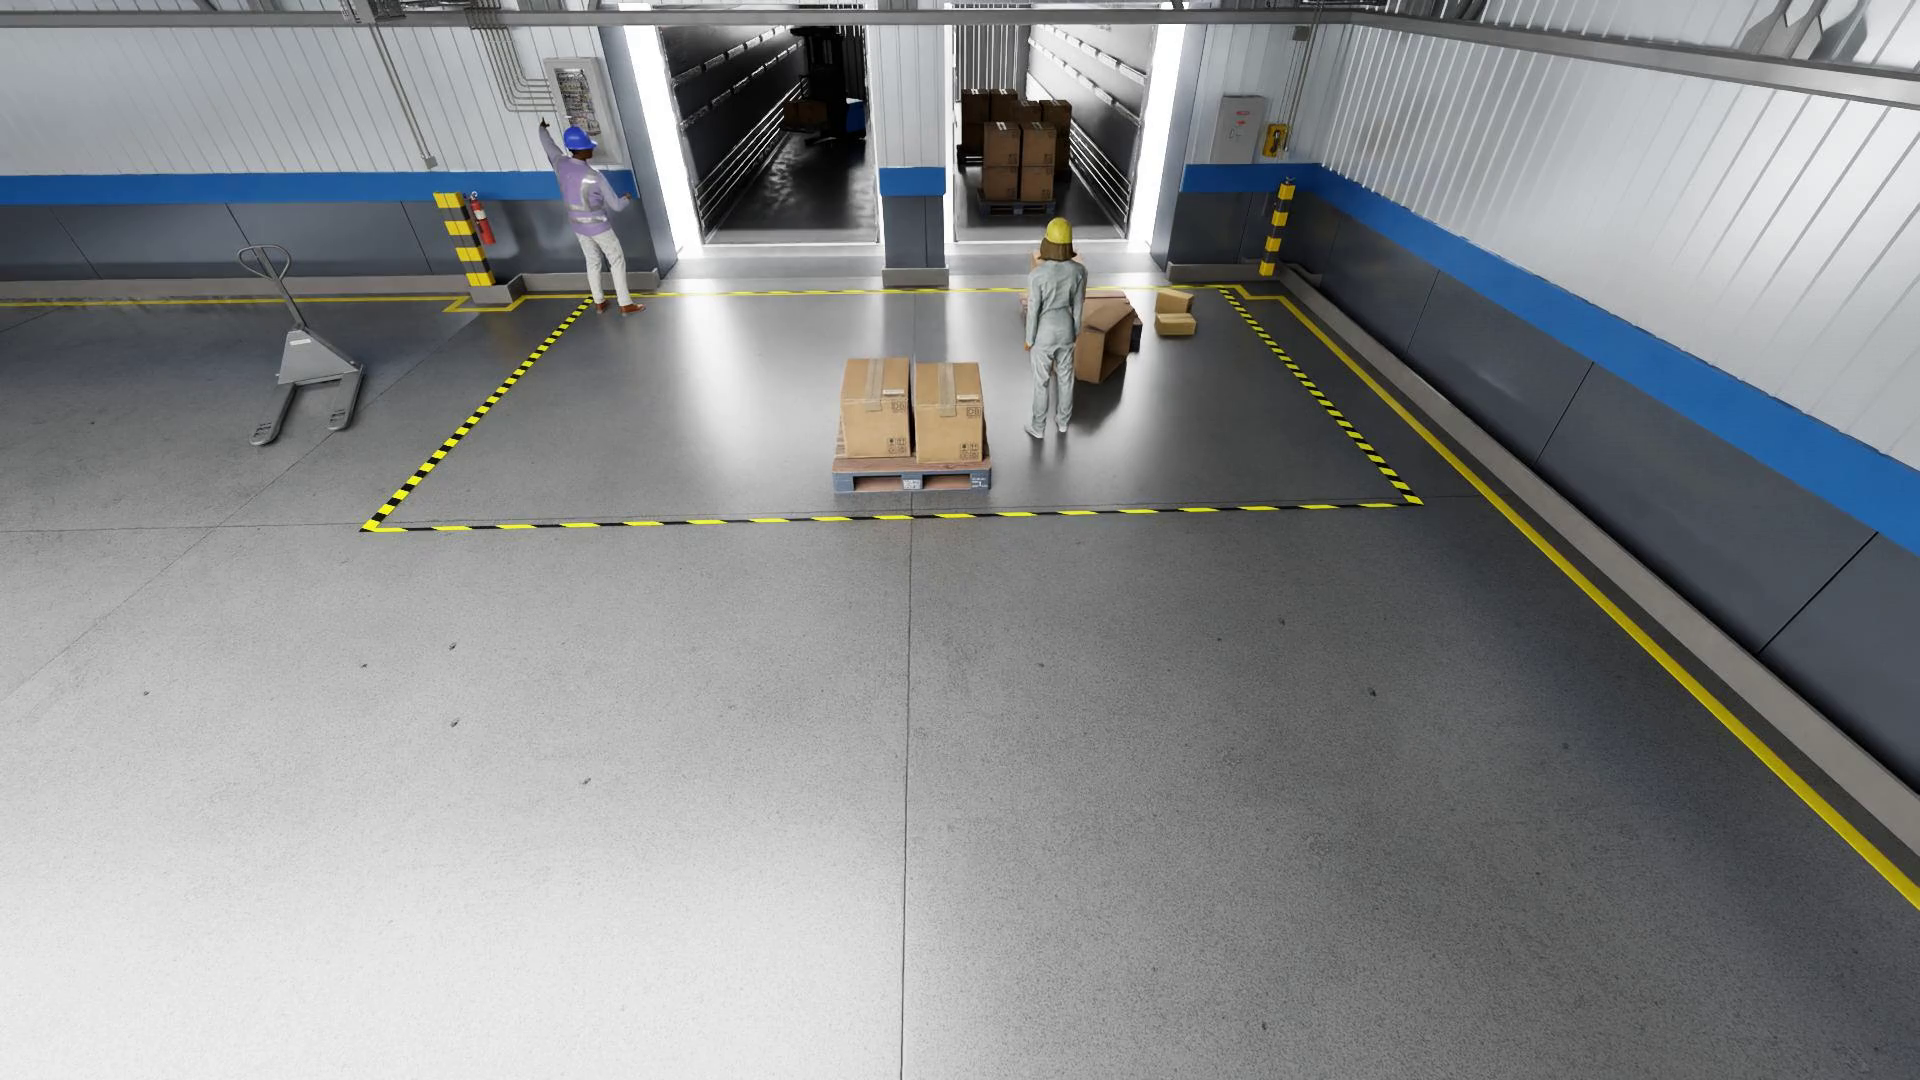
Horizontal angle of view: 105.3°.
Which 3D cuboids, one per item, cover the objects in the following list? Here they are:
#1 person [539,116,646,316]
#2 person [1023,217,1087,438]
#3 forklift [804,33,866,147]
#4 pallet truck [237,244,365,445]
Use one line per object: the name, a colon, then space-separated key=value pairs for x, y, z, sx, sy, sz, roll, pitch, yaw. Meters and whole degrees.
person: x=-4.079 y=-3.514 z=8.075 sx=1.068 sy=1.908 sz=0.685 roll=12 pitch=40 yaw=14
person: x=0.728 y=-1.644 z=5.846 sx=0.486 sy=1.743 sz=0.310 roll=-13 pitch=40 yaw=-16
forklift: x=-2.628 y=-9.748 z=15.821 sx=0.716 sy=2.013 sz=0.776 roll=19 pitch=42 yaw=23
pallet truck: x=-5.915 y=-1.733 z=6.366 sx=0.680 sy=1.201 sz=1.601 roll=-18 pitch=42 yaw=-21
